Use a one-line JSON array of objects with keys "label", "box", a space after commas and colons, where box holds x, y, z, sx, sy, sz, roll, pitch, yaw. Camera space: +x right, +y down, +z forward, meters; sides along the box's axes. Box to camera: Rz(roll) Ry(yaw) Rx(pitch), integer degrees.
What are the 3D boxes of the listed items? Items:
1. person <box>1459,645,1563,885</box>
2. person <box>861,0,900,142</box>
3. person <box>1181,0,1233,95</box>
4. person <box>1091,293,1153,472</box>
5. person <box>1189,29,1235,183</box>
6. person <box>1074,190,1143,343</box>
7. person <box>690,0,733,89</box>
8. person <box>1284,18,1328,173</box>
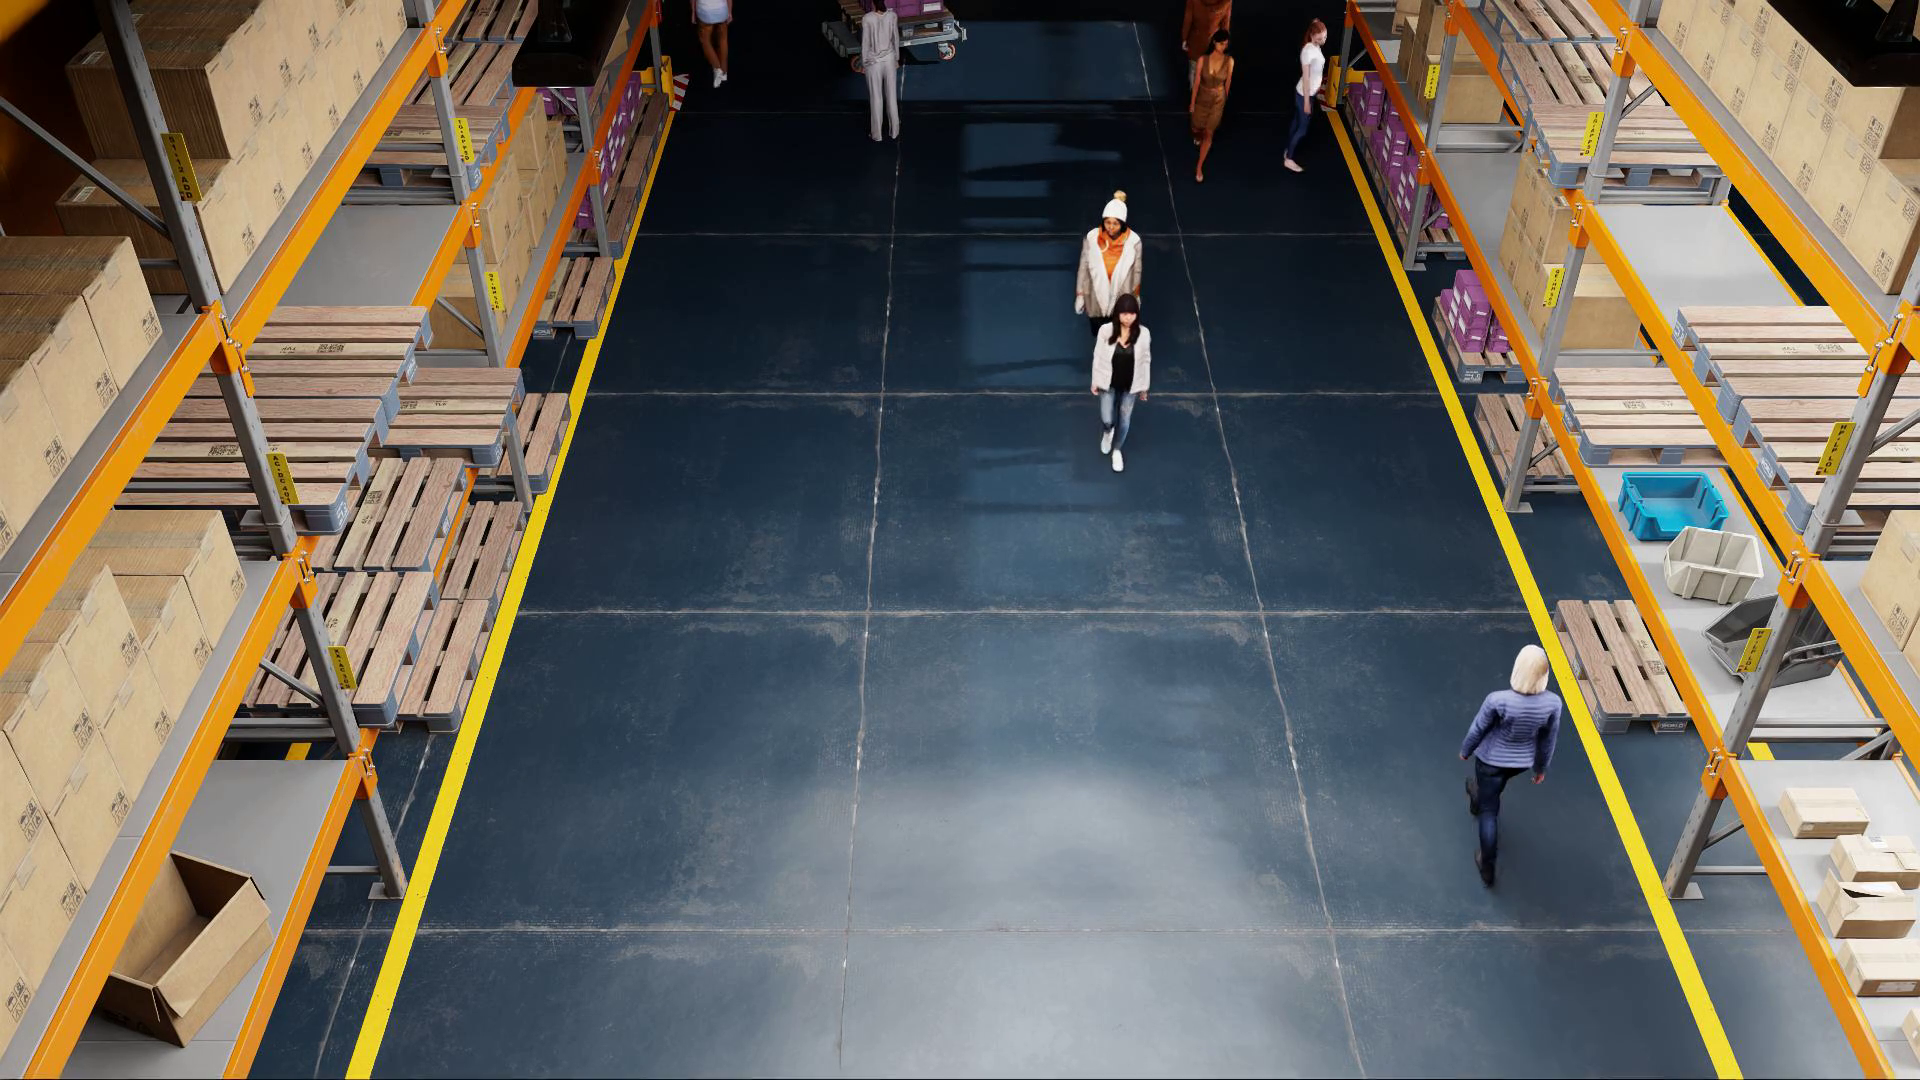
[{"label": "person", "box": [3.370, 1.402, 10.237, 0.672, 1.701, 1.071, -1, 39, -1]}, {"label": "person", "box": [-0.886, -5.338, 18.619, 0.660, 1.774, 0.639, -13, 40, -15]}, {"label": "person", "box": [2.809, -5.659, 18.986, 0.780, 1.817, 1.085, -4, 39, -5]}, {"label": "person", "box": [1.317, -1.351, 13.740, 0.626, 1.633, 0.626, 1, 39, 1]}, {"label": "person", "box": [2.680, -4.726, 17.944, 0.621, 1.659, 0.913, 4, 39, 5]}, {"label": "person", "box": [1.329, -2.228, 14.671, 0.870, 1.840, 1.239, 7, 39, 9]}, {"label": "person", "box": [-2.930, -6.257, 19.744, 0.884, 1.806, 1.060, -12, 40, -15]}, {"label": "person", "box": [3.716, -4.849, 18.046, 0.927, 1.723, 0.572, 1, 39, 1]}]
